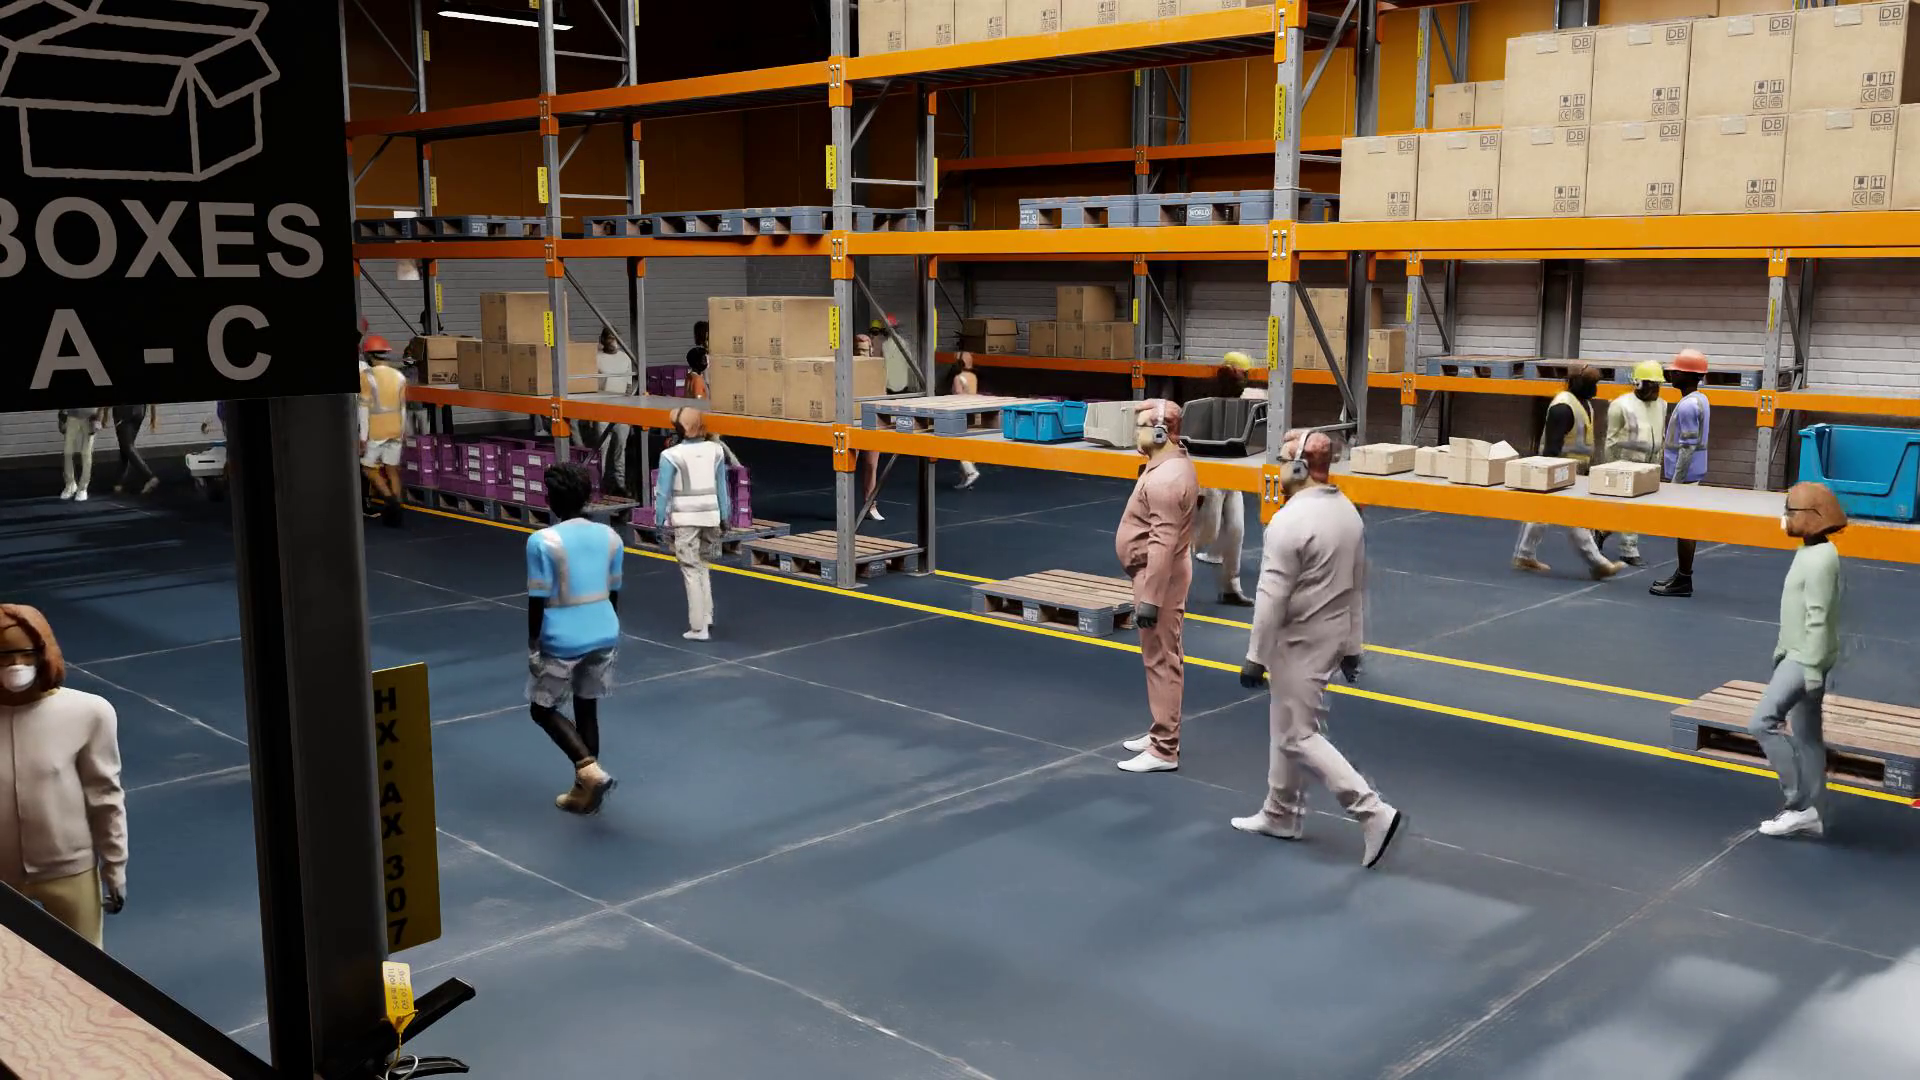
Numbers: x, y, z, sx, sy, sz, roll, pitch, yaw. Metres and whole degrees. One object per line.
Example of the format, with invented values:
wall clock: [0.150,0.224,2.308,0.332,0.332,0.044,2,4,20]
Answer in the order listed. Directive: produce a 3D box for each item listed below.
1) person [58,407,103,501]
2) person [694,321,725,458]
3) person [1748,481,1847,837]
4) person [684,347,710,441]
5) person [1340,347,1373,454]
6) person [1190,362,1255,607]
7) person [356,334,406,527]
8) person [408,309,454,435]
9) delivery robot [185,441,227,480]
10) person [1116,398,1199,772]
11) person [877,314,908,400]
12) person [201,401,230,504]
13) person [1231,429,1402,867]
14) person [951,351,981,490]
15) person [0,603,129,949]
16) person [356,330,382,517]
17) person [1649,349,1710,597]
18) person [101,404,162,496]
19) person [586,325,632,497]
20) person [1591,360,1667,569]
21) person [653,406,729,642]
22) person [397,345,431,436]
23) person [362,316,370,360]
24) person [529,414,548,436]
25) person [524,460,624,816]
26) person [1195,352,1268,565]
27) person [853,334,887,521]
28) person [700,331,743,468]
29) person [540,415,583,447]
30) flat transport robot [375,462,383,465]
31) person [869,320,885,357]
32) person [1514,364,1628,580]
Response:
person: [-9.675,-1.323,18.300,0.587,1.821,0.495,-2,9,-10]
person: [-3.168,-1.803,20.991,0.473,1.909,0.606,6,11,33]
person: [3.751,0.544,7.464,0.407,1.616,0.514,5,10,27]
person: [-2.931,-1.301,18.536,0.319,1.695,0.539,-3,10,-17]
person: [4.343,-1.287,18.270,0.327,1.761,0.522,3,10,19]
person: [1.930,-0.434,12.740,0.772,1.860,0.576,9,13,43]
person: [-5.708,-1.060,16.397,0.500,1.914,0.606,5,11,30]
person: [-7.031,-2.062,22.152,0.684,2.000,0.538,0,9,1]
delivery robot: [-8.599,-0.904,19.309,0.707,0.478,0.477,-3,10,-20]
person: [1.000,0.228,8.516,0.410,1.912,0.643,2,9,12]
person: [-0.975,-2.151,23.011,1.034,1.938,0.619,6,11,33]
person: [-8.029,-1.338,18.230,0.613,1.861,0.969,3,10,15]
person: [1.555,0.461,7.197,0.799,1.880,0.641,6,11,34]
person: [0.030,-1.365,19.142,0.370,1.623,0.534,4,10,25]
person: [-2.663,0.979,4.789,0.499,1.629,0.272,-4,10,-25]
person: [-6.218,-1.188,17.031,0.368,1.963,0.603,9,13,44]
person: [5.650,-0.522,13.019,0.350,1.942,0.545,5,11,29]
person: [-9.400,-1.401,18.881,0.883,1.782,0.530,6,11,34]
person: [-3.887,-1.425,18.590,0.647,1.932,0.389,-8,12,-39]
person: [5.792,-0.681,14.462,0.597,1.802,0.779,-4,10,-22]
person: [-1.862,-0.112,11.477,0.539,1.617,0.501,-8,13,-42]
person: [-6.696,-1.582,20.452,0.499,1.634,0.279,1,9,6]
person: [-8.317,-2.103,22.745,0.957,1.948,0.630,8,12,42]
person: [-6.459,-2.517,25.482,0.309,1.864,0.535,-6,11,-32]
person: [-1.740,0.477,7.680,0.460,1.677,0.556,8,12,39]
person: [2.410,-0.653,14.061,0.596,1.872,1.040,-6,11,-31]
person: [-0.997,-1.118,16.796,0.637,1.904,0.403,-5,10,-27]
person: [-2.800,-1.492,19.260,0.427,1.849,0.520,4,10,23]
person: [-4.929,-1.689,20.652,0.409,1.795,0.616,4,10,21]
flat transport robot: [-7.565,-0.783,19.726,1.431,0.197,0.652,-3,10,-16]
person: [-1.308,-2.556,26.021,0.524,1.769,0.314,-1,9,-8]
person: [5.078,-0.561,13.751,0.997,1.774,0.632,6,11,31]
